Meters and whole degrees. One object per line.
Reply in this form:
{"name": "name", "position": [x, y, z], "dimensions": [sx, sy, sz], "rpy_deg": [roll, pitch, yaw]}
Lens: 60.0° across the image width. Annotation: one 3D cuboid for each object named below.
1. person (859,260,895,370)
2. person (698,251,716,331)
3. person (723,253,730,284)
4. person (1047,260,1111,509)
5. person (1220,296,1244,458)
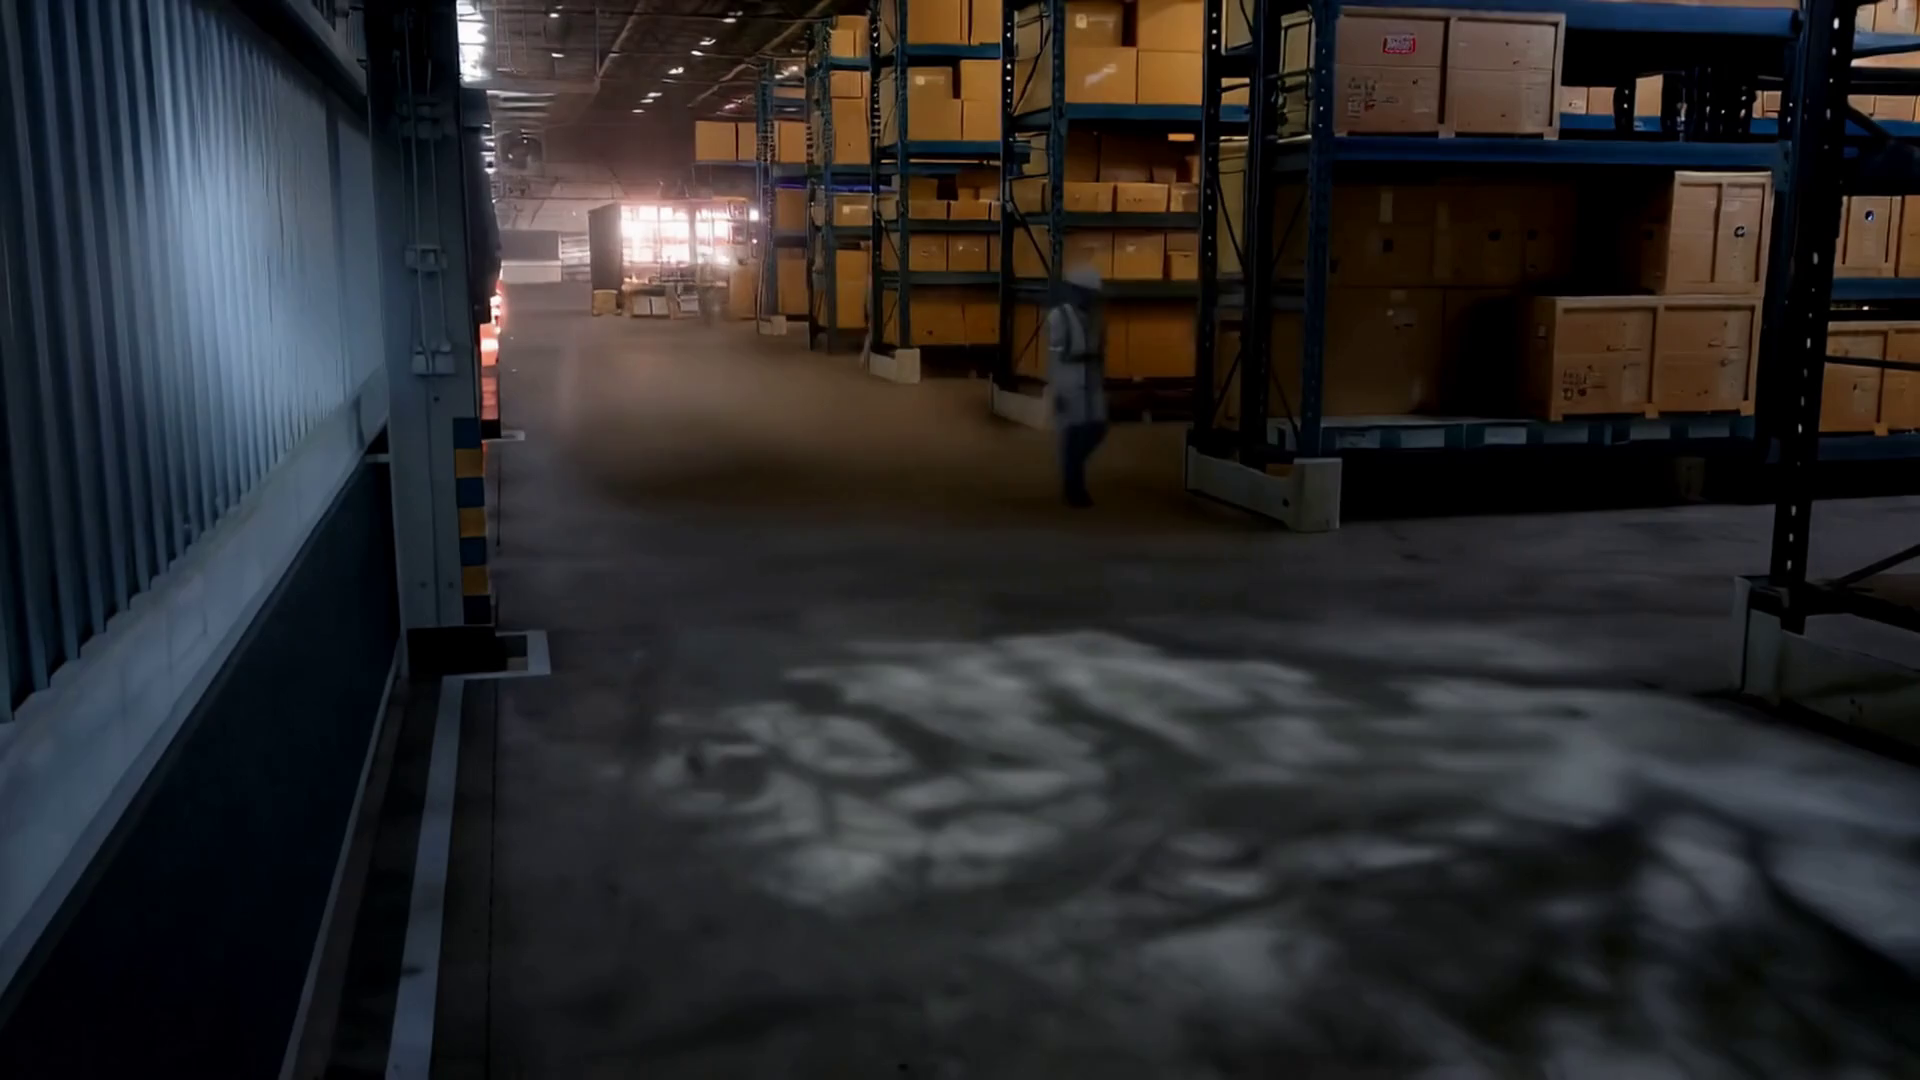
{"name": "person", "position": [-1.313, -3.697, 27.406], "dimensions": [0.922, 1.792, 0.648], "rpy_deg": [-7, 12, -33]}
{"name": "person", "position": [-6.128, -5.989, 40.000], "dimensions": [0.431, 1.924, 0.682], "rpy_deg": [2, 10, 10]}
{"name": "person", "position": [-8.817, -10.071, 63.511], "dimensions": [0.977, 1.800, 0.585], "rpy_deg": [-5, 11, -26]}
{"name": "person", "position": [0.918, -1.203, 12.905], "dimensions": [0.548, 1.914, 0.453], "rpy_deg": [-5, 11, -28]}
{"name": "person", "position": [2.696, -1.729, 15.864], "dimensions": [0.443, 1.923, 0.664], "rpy_deg": [-3, 10, -17]}
